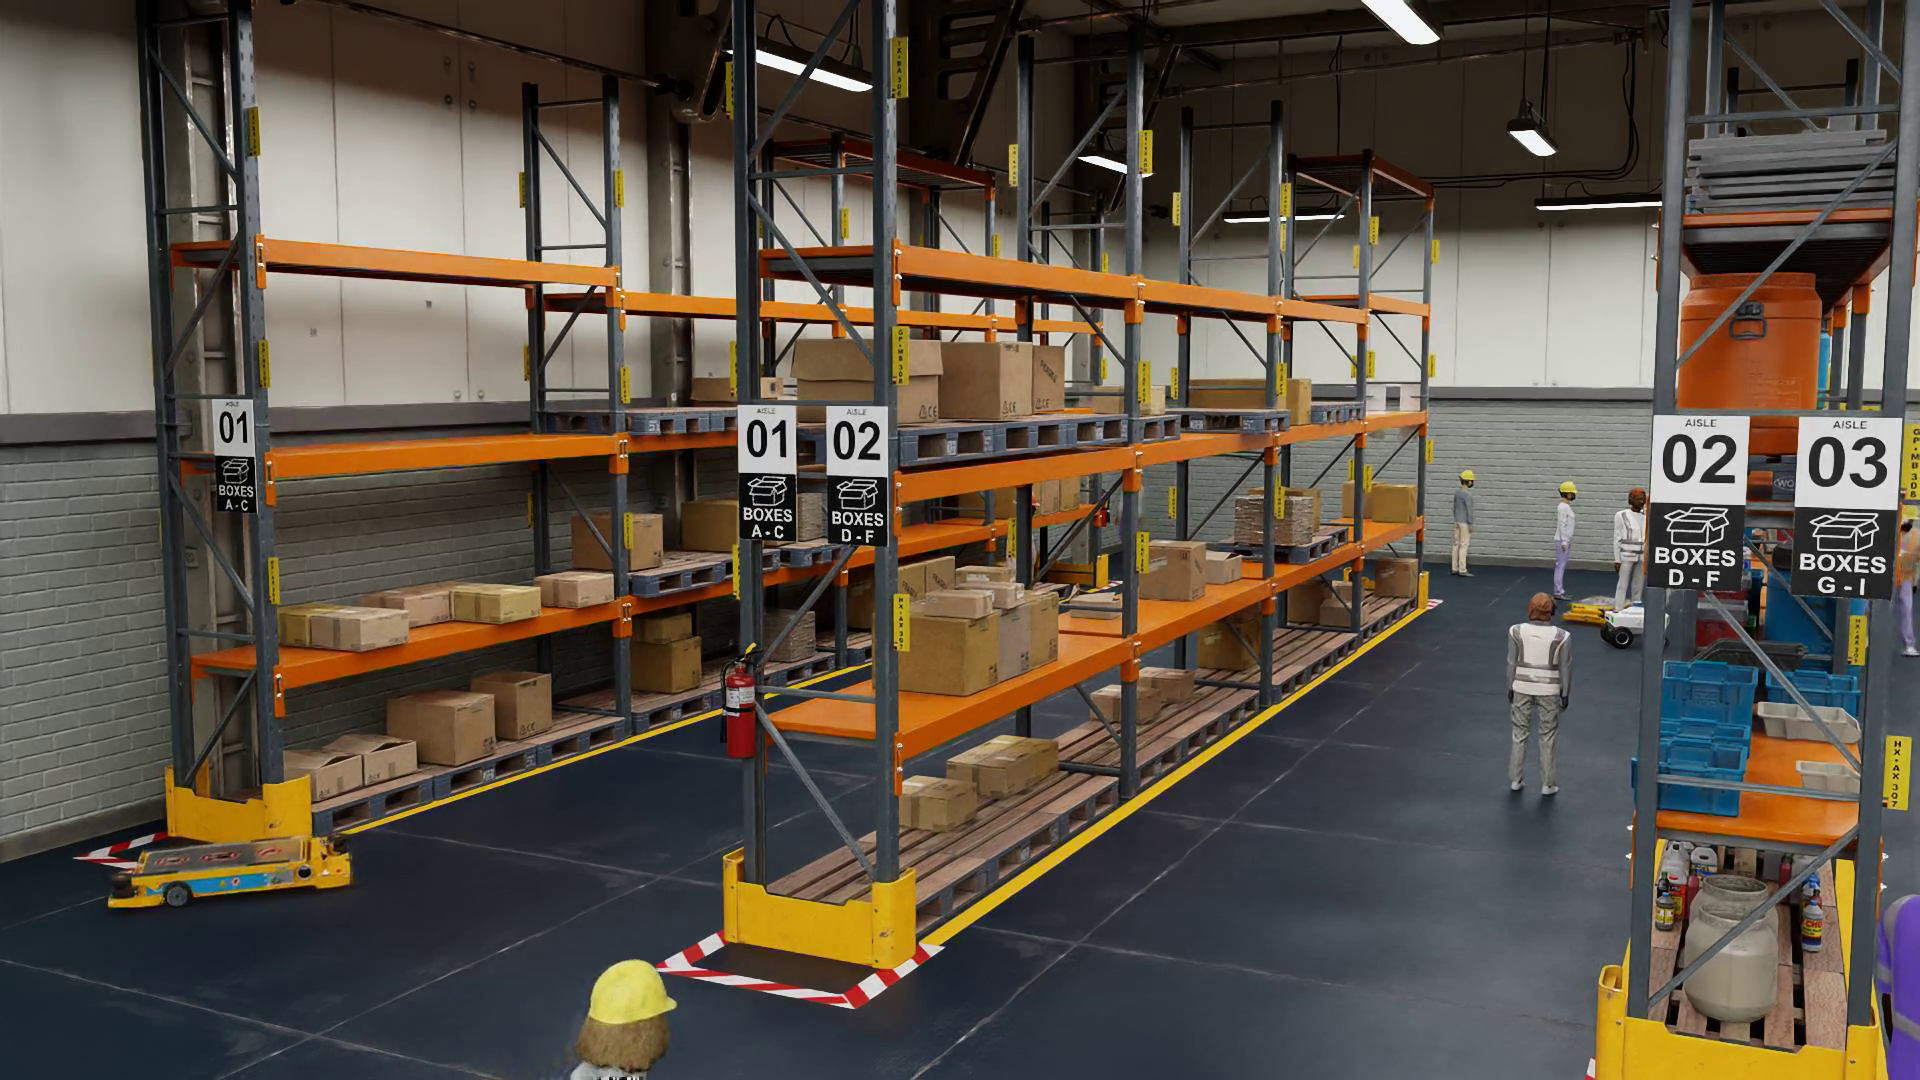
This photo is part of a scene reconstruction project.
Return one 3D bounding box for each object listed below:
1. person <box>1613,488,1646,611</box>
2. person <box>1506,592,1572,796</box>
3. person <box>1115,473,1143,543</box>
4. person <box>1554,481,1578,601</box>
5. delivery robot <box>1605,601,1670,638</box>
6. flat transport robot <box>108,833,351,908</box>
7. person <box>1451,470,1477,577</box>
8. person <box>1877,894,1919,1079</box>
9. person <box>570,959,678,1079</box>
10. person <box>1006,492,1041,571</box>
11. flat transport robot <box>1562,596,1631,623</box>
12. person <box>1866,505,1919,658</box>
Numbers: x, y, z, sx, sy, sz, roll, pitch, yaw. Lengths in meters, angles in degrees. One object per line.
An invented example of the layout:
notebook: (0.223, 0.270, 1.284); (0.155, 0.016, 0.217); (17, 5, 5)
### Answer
person: (8.824, 0.255, 21.769); (0.572, 1.883, 0.356); (-1, 6, -12)
person: (4.663, 1.239, 13.422); (0.508, 1.629, 0.316); (3, 7, 30)
person: (2.983, -0.450, 29.323); (0.587, 1.758, 0.389); (-5, 8, -42)
person: (8.987, 0.013, 24.683); (0.308, 1.769, 0.524); (3, 7, 26)
delivery robot: (8.332, 1.000, 20.466); (0.707, 0.478, 0.477); (1, 6, 7)
flat transport robot: (-4.781, 2.165, 10.950); (1.431, 0.197, 0.652); (-2, 6, -21)
person: (8.341, -0.272, 27.469); (0.324, 1.765, 0.533); (-1, 6, -10)
person: (3.369, 1.871, 5.651); (0.367, 1.966, 0.604); (0, 6, -4)
person: (-0.975, 2.071, 4.819); (0.393, 1.727, 0.508); (-4, 7, -35)
person: (0.758, 0.400, 19.873); (0.406, 1.989, 0.622); (-1, 6, -7)
flat transport robot: (8.837, 0.945, 22.810); (0.652, 0.197, 1.431); (5, 8, 38)
person: (11.283, 0.445, 20.107); (0.603, 1.861, 1.063); (1, 6, 6)
